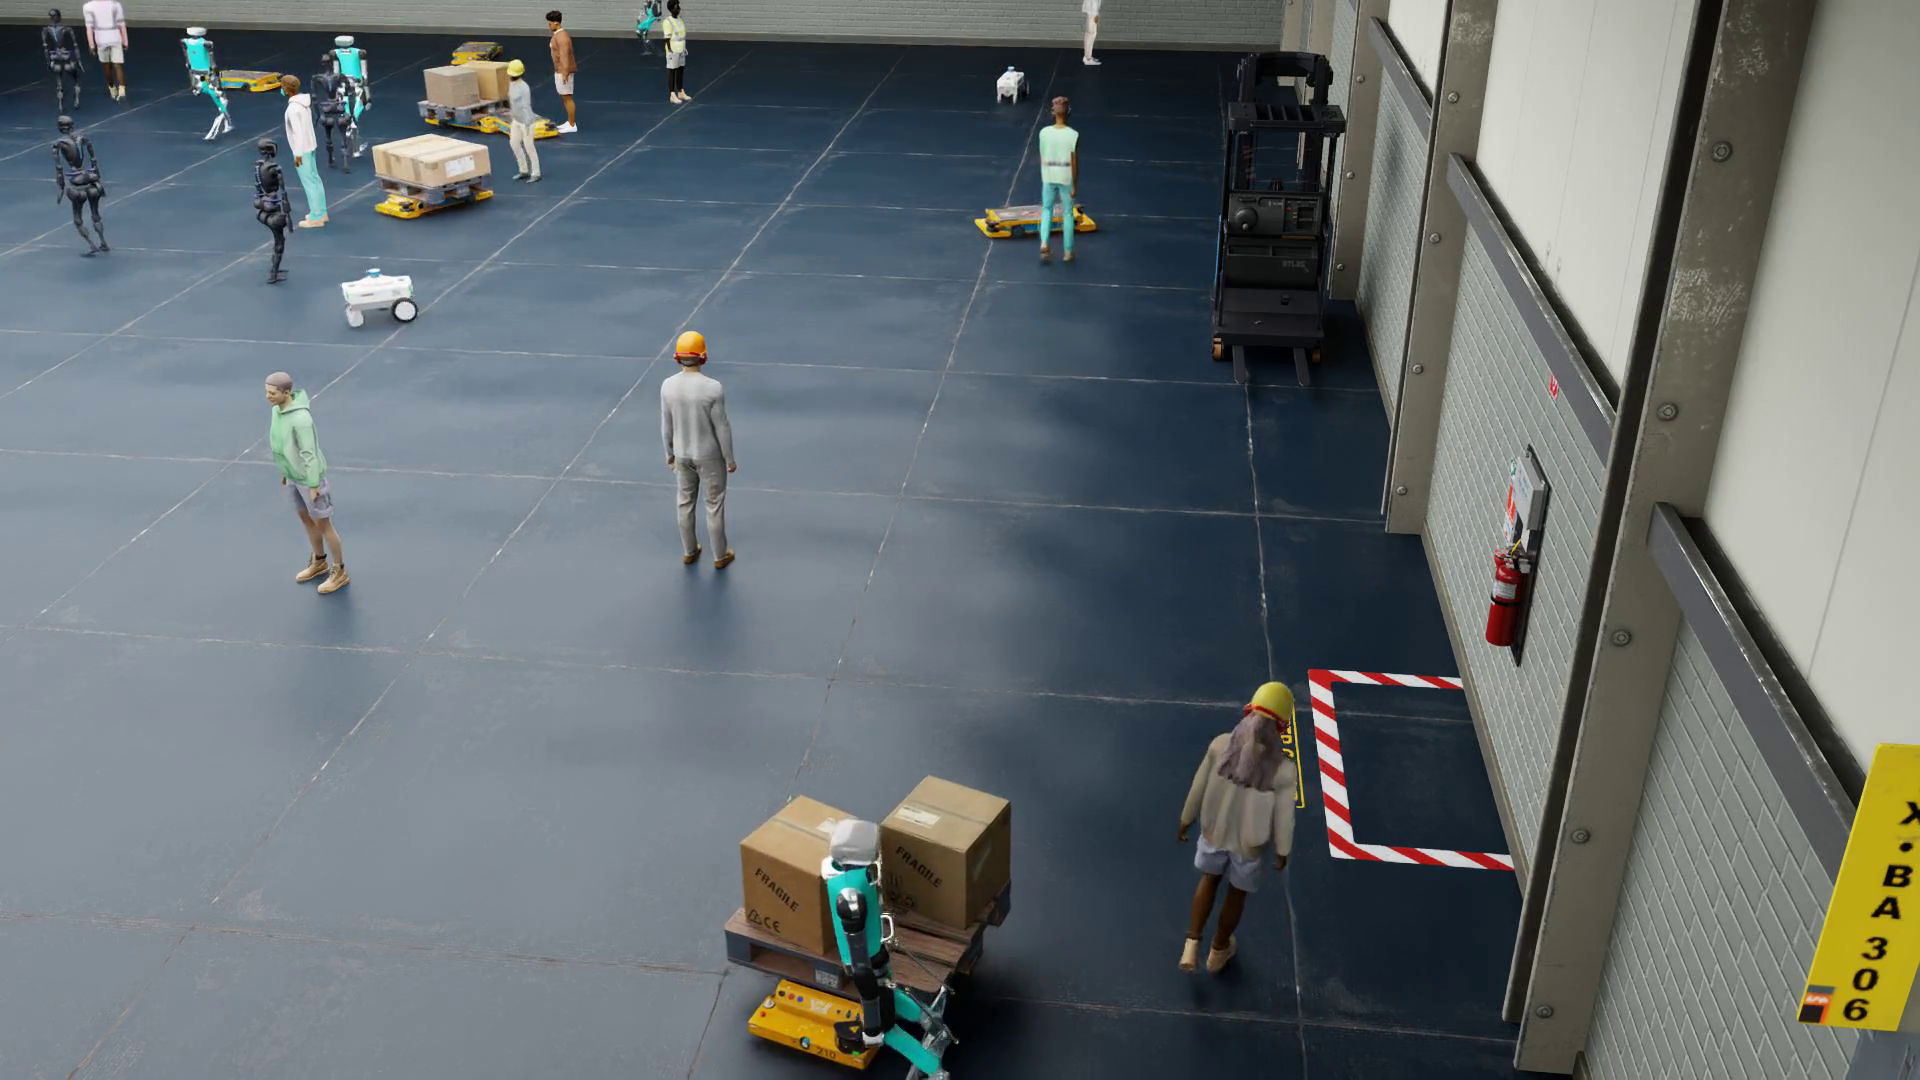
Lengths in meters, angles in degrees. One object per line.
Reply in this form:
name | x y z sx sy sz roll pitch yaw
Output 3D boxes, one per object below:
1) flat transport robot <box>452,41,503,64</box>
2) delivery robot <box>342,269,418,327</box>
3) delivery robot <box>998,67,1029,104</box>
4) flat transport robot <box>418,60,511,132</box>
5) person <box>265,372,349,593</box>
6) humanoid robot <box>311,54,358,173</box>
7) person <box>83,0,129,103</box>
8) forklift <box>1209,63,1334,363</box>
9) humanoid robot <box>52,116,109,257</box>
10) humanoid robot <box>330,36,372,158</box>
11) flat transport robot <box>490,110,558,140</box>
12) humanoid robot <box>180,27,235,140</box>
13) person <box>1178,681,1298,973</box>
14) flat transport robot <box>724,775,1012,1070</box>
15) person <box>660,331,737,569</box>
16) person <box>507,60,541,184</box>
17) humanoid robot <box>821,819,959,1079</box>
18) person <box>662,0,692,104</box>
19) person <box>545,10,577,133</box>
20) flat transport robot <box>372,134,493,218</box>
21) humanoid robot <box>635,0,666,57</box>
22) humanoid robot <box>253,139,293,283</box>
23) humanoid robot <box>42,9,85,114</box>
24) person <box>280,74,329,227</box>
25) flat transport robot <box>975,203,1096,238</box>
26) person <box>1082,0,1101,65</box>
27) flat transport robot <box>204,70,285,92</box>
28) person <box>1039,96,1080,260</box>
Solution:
flat transport robot | -9.175 -9.254 31.612 0.659 0.231 1.431 -1 27 -2
delivery robot | -6.313 -2.658 18.112 0.764 0.582 0.499 -11 29 -21
delivery robot | 0.866 -7.731 28.243 0.499 0.586 0.782 6 27 12
flat transport robot | -7.795 -6.745 26.604 1.431 0.231 0.659 15 30 27
person | -4.884 -0.443 12.391 0.471 1.735 0.326 21 33 35
humanoid robot | -8.964 -6.115 23.799 0.587 1.625 0.680 -9 28 -17
person | -14.326 -8.391 27.974 0.630 2.000 0.933 -11 29 -21
forklift | 3.241 -3.477 17.183 1.129 2.768 1.873 3 27 6
humanoid robot | -10.608 -4.288 20.126 0.446 1.642 0.600 12 29 22
humanoid robot | -8.934 -6.427 24.312 0.545 1.733 0.943 2 27 3
flat transport robot | -6.941 -6.552 26.218 0.659 0.231 1.431 -18 32 -32
humanoid robot | -11.444 -7.016 25.555 0.552 1.765 1.023 7 27 14
person | 1.397 1.513 8.491 0.588 1.723 0.552 13 30 25
flat transport robot | -0.482 2.176 8.794 0.659 0.231 1.431 11 29 21
person | -1.990 -0.677 12.687 0.569 1.889 0.389 7 27 13
person | -6.063 -5.800 23.075 0.413 1.730 0.559 -24 35 -39
humanoid robot | -0.246 2.003 7.467 0.694 1.761 0.530 -3 27 -6
person | -4.765 -8.226 27.965 0.319 1.697 0.532 12 29 22
person | -6.199 -7.336 26.031 0.418 1.842 0.796 -10 28 -19
flat transport robot | -7.052 -4.599 22.319 0.659 0.231 1.431 18 32 32
humanoid robot | -5.922 -9.954 31.393 0.853 1.791 0.543 -18 32 -32
humanoid robot | -7.941 -3.790 19.142 0.596 1.634 0.415 18 32 31
humanoid robot | -14.709 -7.845 27.254 0.600 1.630 0.519 -2 27 -3
person | -8.369 -4.959 21.202 0.367 1.915 0.500 -1 27 -2
flat transport robot | 0.965 -4.088 21.300 1.431 0.231 0.659 -6 27 -13
person | 2.456 -9.811 30.940 0.379 1.870 0.499 -2 27 -3
flat transport robot | -12.632 -8.079 29.268 1.431 0.231 0.659 8 28 15
person | 1.167 -4.271 19.774 0.491 1.960 0.610 5 27 10
